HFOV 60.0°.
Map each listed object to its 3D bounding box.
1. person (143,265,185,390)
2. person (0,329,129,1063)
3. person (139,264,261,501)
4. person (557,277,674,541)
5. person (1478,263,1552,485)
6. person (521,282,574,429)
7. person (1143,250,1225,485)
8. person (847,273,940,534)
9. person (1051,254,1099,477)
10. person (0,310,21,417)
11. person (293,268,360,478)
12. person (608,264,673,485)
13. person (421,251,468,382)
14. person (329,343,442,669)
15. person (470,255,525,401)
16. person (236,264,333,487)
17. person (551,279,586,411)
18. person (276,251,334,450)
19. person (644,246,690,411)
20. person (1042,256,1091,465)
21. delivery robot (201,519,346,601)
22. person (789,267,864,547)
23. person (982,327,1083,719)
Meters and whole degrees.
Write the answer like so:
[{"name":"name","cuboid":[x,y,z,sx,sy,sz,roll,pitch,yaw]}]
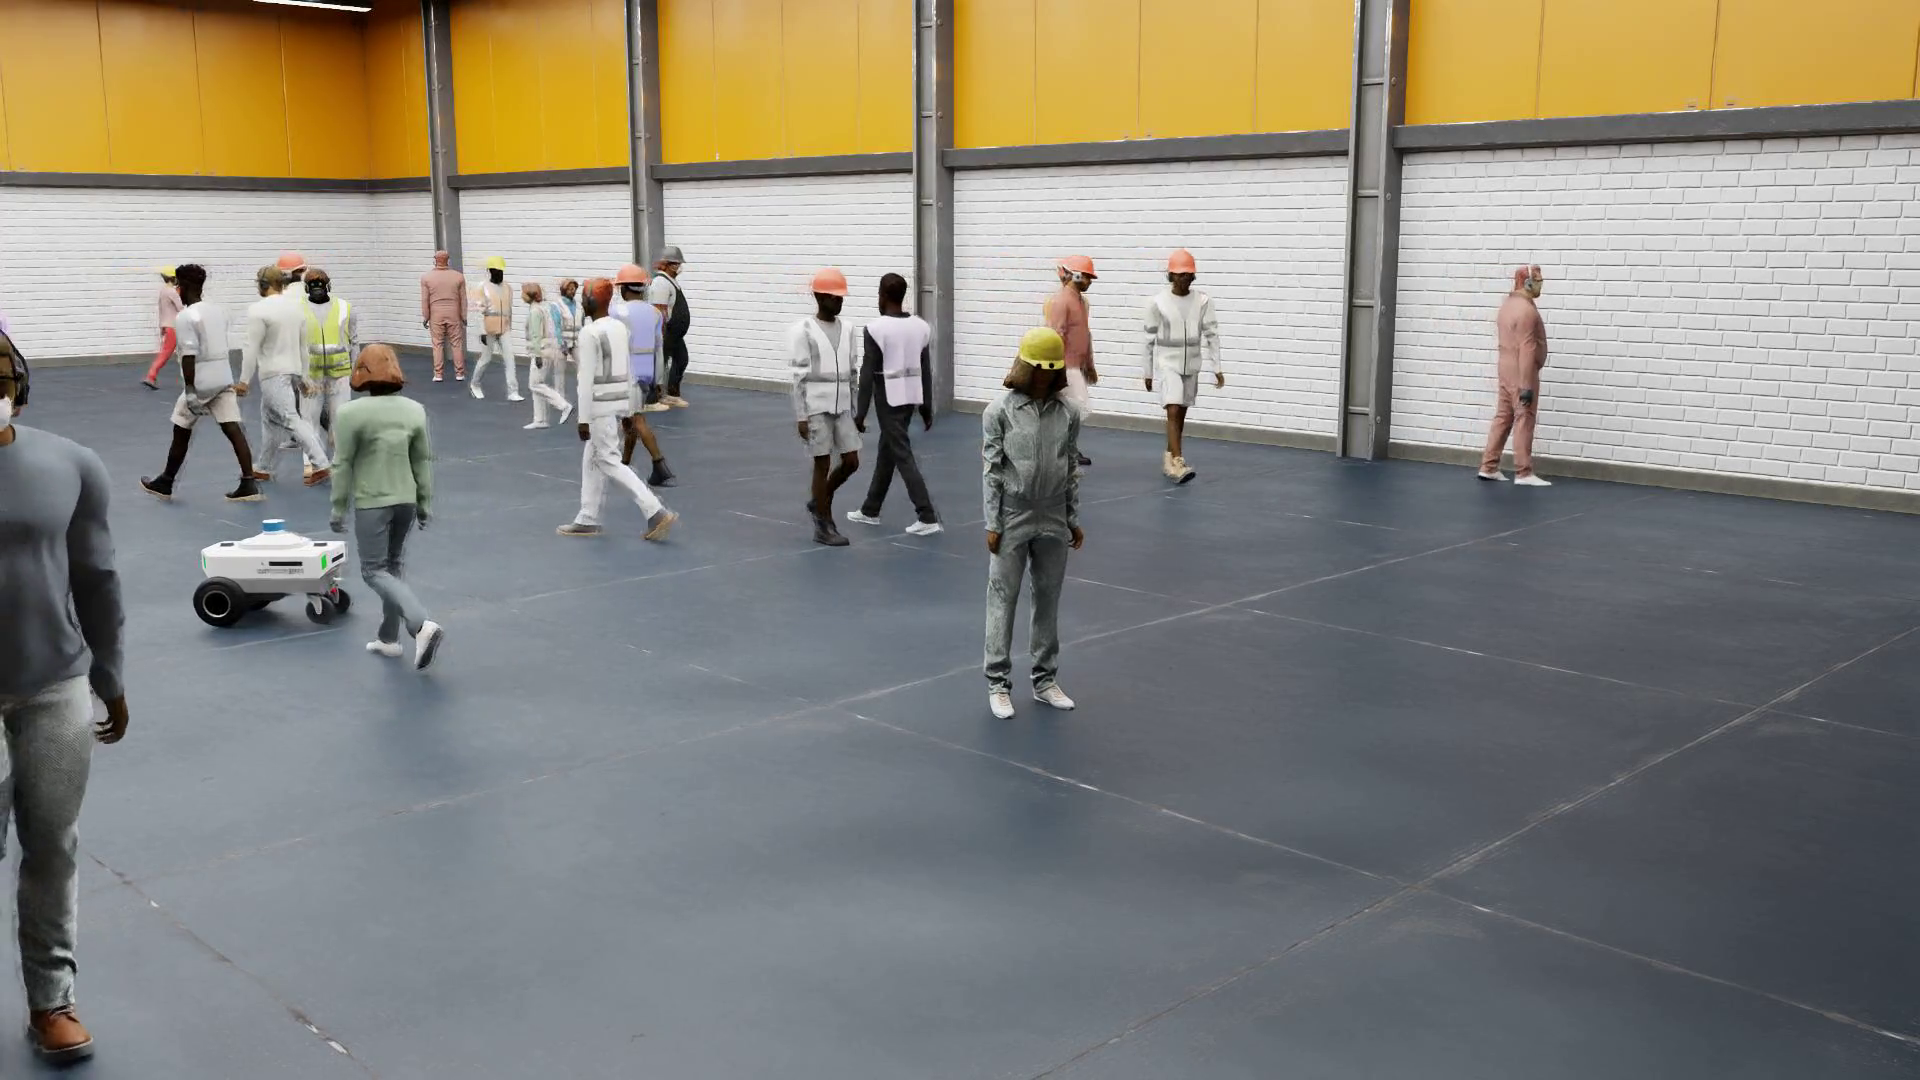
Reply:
[{"name":"person","cuboid":[-11.013,-2.963,23.170,0.519,1.722,0.923,10,15,44]},{"name":"person","cuboid":[-2.509,0.390,4.331,0.561,1.926,0.648,10,14,43]},{"name":"person","cuboid":[-6.117,-1.252,13.329,1.039,1.897,0.614,2,11,13]},{"name":"person","cuboid":[-2.420,-0.904,11.599,0.904,1.855,0.584,3,11,15]},{"name":"person","cuboid":[4.810,-1.414,14.284,0.435,1.916,0.663,0,10,0]},{"name":"person","cuboid":[-4.565,-2.018,18.276,0.476,1.623,0.527,-2,11,-11]},{"name":"person","cuboid":[1.931,-1.477,14.307,0.637,1.987,1.033,-2,11,-12]},{"name":"person","cuboid":[-0.479,-0.985,12.005,0.987,1.872,0.605,9,14,41]},{"name":"person","cuboid":[1.017,-1.522,14.666,0.493,1.962,0.613,3,11,17]},{"name":"person","cuboid":[-7.359,-1.108,12.358,0.624,1.989,1.075,-5,12,-25]},{"name":"person","cuboid":[-5.632,-1.473,14.721,0.635,1.842,0.429,-5,11,-24]},{"name":"person","cuboid":[-2.791,-1.427,14.347,0.974,1.898,0.561,8,13,38]},{"name":"person","cuboid":[-7.530,-3.264,24.310,0.652,1.905,0.409,-4,11,-22]},{"name":"person","cuboid":[-2.807,-0.165,8.225,0.694,1.607,0.506,7,12,33]},{"name":"person","cuboid":[-6.045,-2.744,21.536,0.918,1.892,0.589,9,14,42]},{"name":"person","cuboid":[-5.759,-1.389,14.145,1.005,1.901,0.638,2,11,11]},{"name":"person","cuboid":[-4.643,-2.322,19.994,0.798,1.602,0.523,10,14,43]},{"name":"person","cuboid":[-6.455,-1.848,16.405,0.693,1.975,0.620,2,10,8]},{"name":"person","cuboid":[-3.576,-2.583,20.231,0.624,2.000,0.696,0,10,-2]},{"name":"person","cuboid":[1.015,-1.641,15.373,0.546,1.938,0.360,-10,14,-43]},{"name":"delivery robot","cuboid":[-3.803,0.129,9.241,0.707,0.478,0.477,0,10,-1]},{"name":"person","cuboid":[-0.930,-0.914,11.476,0.545,1.923,0.484,-8,13,-38]},{"name":"person","cuboid":[0.333,-0.077,7.401,0.483,1.736,0.312,-5,11,-25]}]
